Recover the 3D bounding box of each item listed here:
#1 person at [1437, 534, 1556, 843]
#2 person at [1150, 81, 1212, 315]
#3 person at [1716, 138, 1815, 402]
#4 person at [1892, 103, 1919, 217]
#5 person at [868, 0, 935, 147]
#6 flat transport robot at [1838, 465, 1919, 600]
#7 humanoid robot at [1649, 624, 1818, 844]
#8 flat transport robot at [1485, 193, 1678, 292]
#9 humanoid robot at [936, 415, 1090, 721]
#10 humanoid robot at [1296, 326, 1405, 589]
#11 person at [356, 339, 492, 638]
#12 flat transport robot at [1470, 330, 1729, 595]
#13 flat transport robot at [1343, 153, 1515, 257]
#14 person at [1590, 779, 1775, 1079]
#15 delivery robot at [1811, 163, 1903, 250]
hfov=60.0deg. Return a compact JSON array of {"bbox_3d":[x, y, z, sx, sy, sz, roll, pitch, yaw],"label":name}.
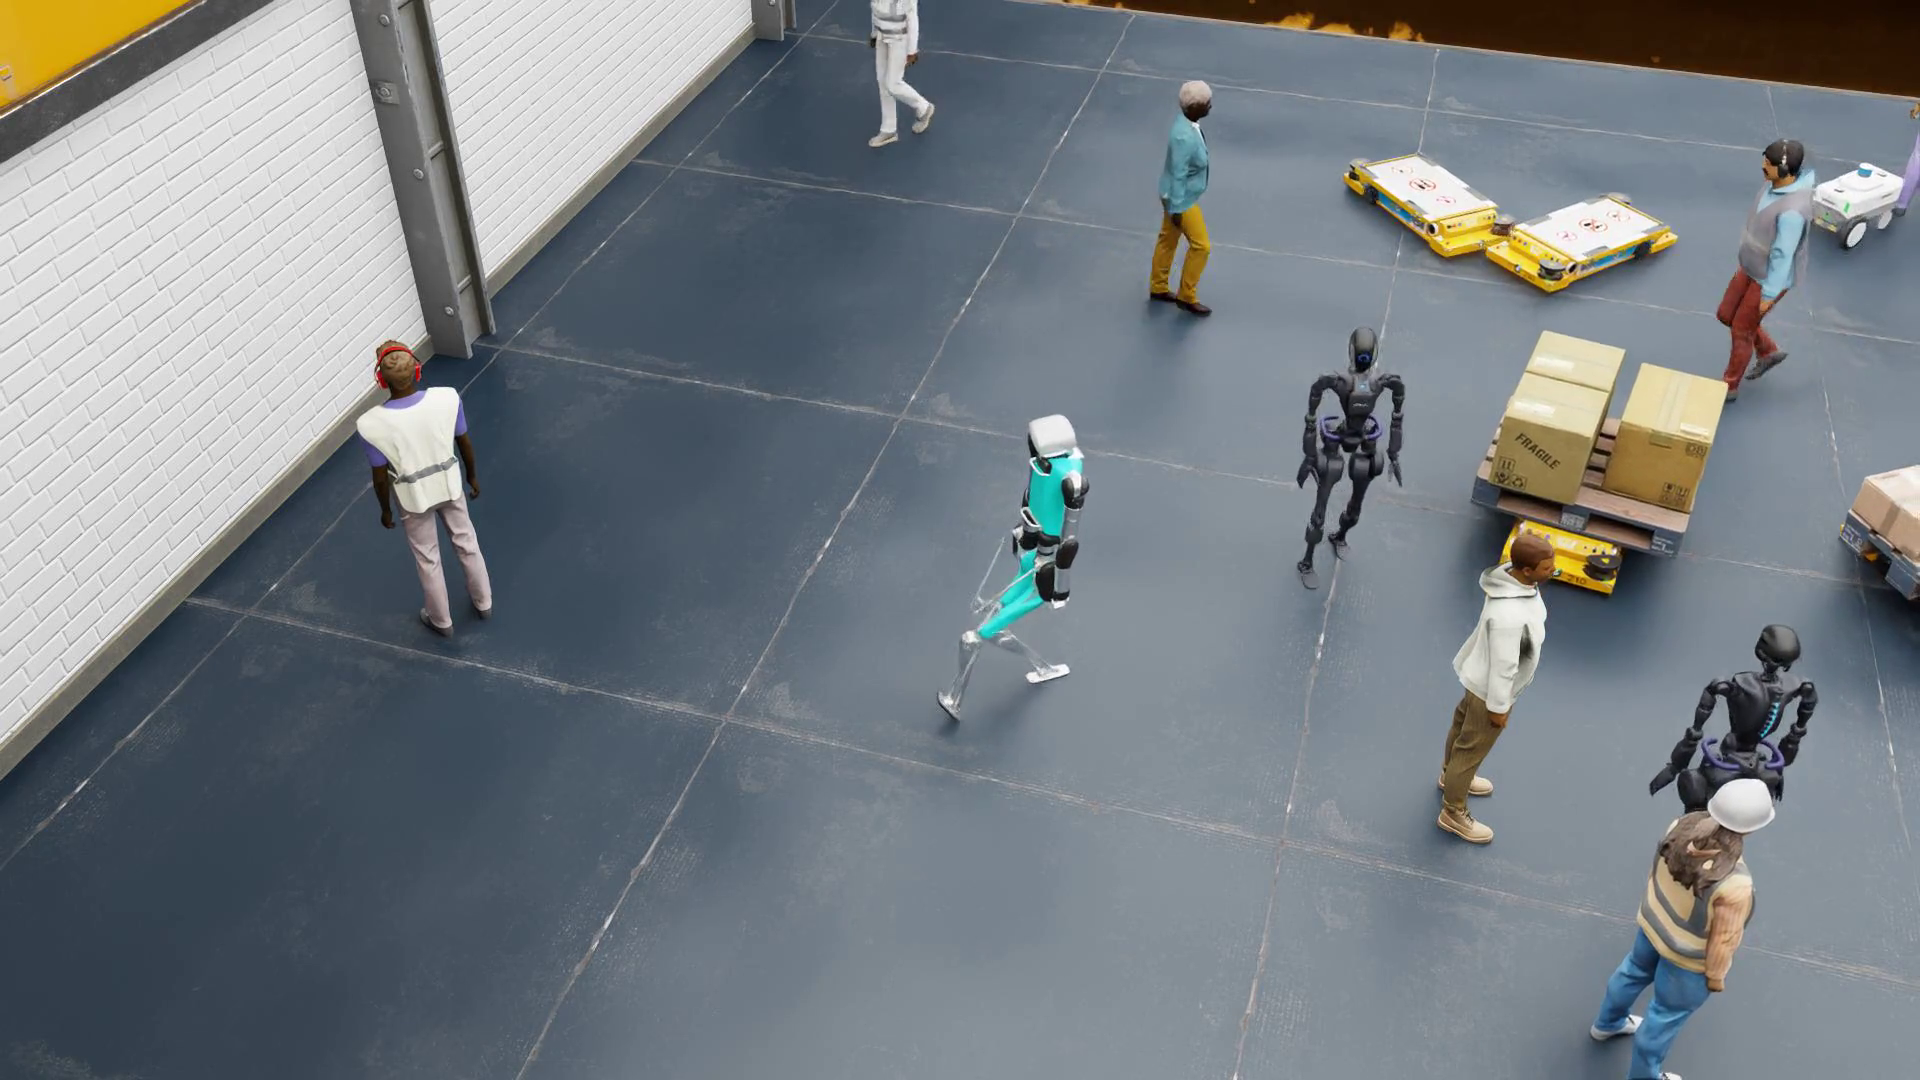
[{"bbox_3d":[2.536,0.682,7.961,0.374,1.767,0.516,10,40,12],"label":"person"},{"bbox_3d":[1.677,-2.425,11.839,0.610,1.732,0.556,5,39,6],"label":"person"},{"bbox_3d":[5.311,-1.753,10.916,0.531,1.854,0.590,4,39,5],"label":"person"},{"bbox_3d":[7.740,-3.368,12.938,0.571,1.839,0.376,11,40,13],"label":"person"},{"bbox_3d":[-0.530,-4.237,13.994,0.541,1.873,0.597,-25,45,-27],"label":"person"},{"bbox_3d":[5.904,0.257,9.685,0.659,0.231,1.431,-11,40,-14],"label":"flat transport robot"},{"bbox_3d":[3.513,1.107,7.533,0.610,1.643,0.718,-2,39,-3],"label":"humanoid robot"},{"bbox_3d":[4.831,-2.316,12.885,1.431,0.231,0.659,-21,43,-24],"label":"flat transport robot"},{"bbox_3d":[0.167,0.194,8.604,0.954,1.767,0.537,-14,41,-17],"label":"humanoid robot"},{"bbox_3d":[2.242,-0.508,9.529,0.597,1.646,0.442,1,39,2],"label":"humanoid robot"},{"bbox_3d":[-2.888,-0.253,9.060,0.569,1.844,0.382,-25,45,-28],"label":"person"},{"bbox_3d":[3.844,-0.227,10.287,0.659,0.231,1.431,18,42,21],"label":"flat transport robot"},{"bbox_3d":[3.765,-2.729,13.398,0.659,0.231,1.431,-15,41,-18],"label":"flat transport robot"},{"bbox_3d":[2.960,1.617,6.837,0.376,1.722,0.498,-7,39,-8],"label":"person"},{"bbox_3d":[7.036,-2.680,13.086,0.745,0.565,0.499,-20,43,-24],"label":"delivery robot"}]
